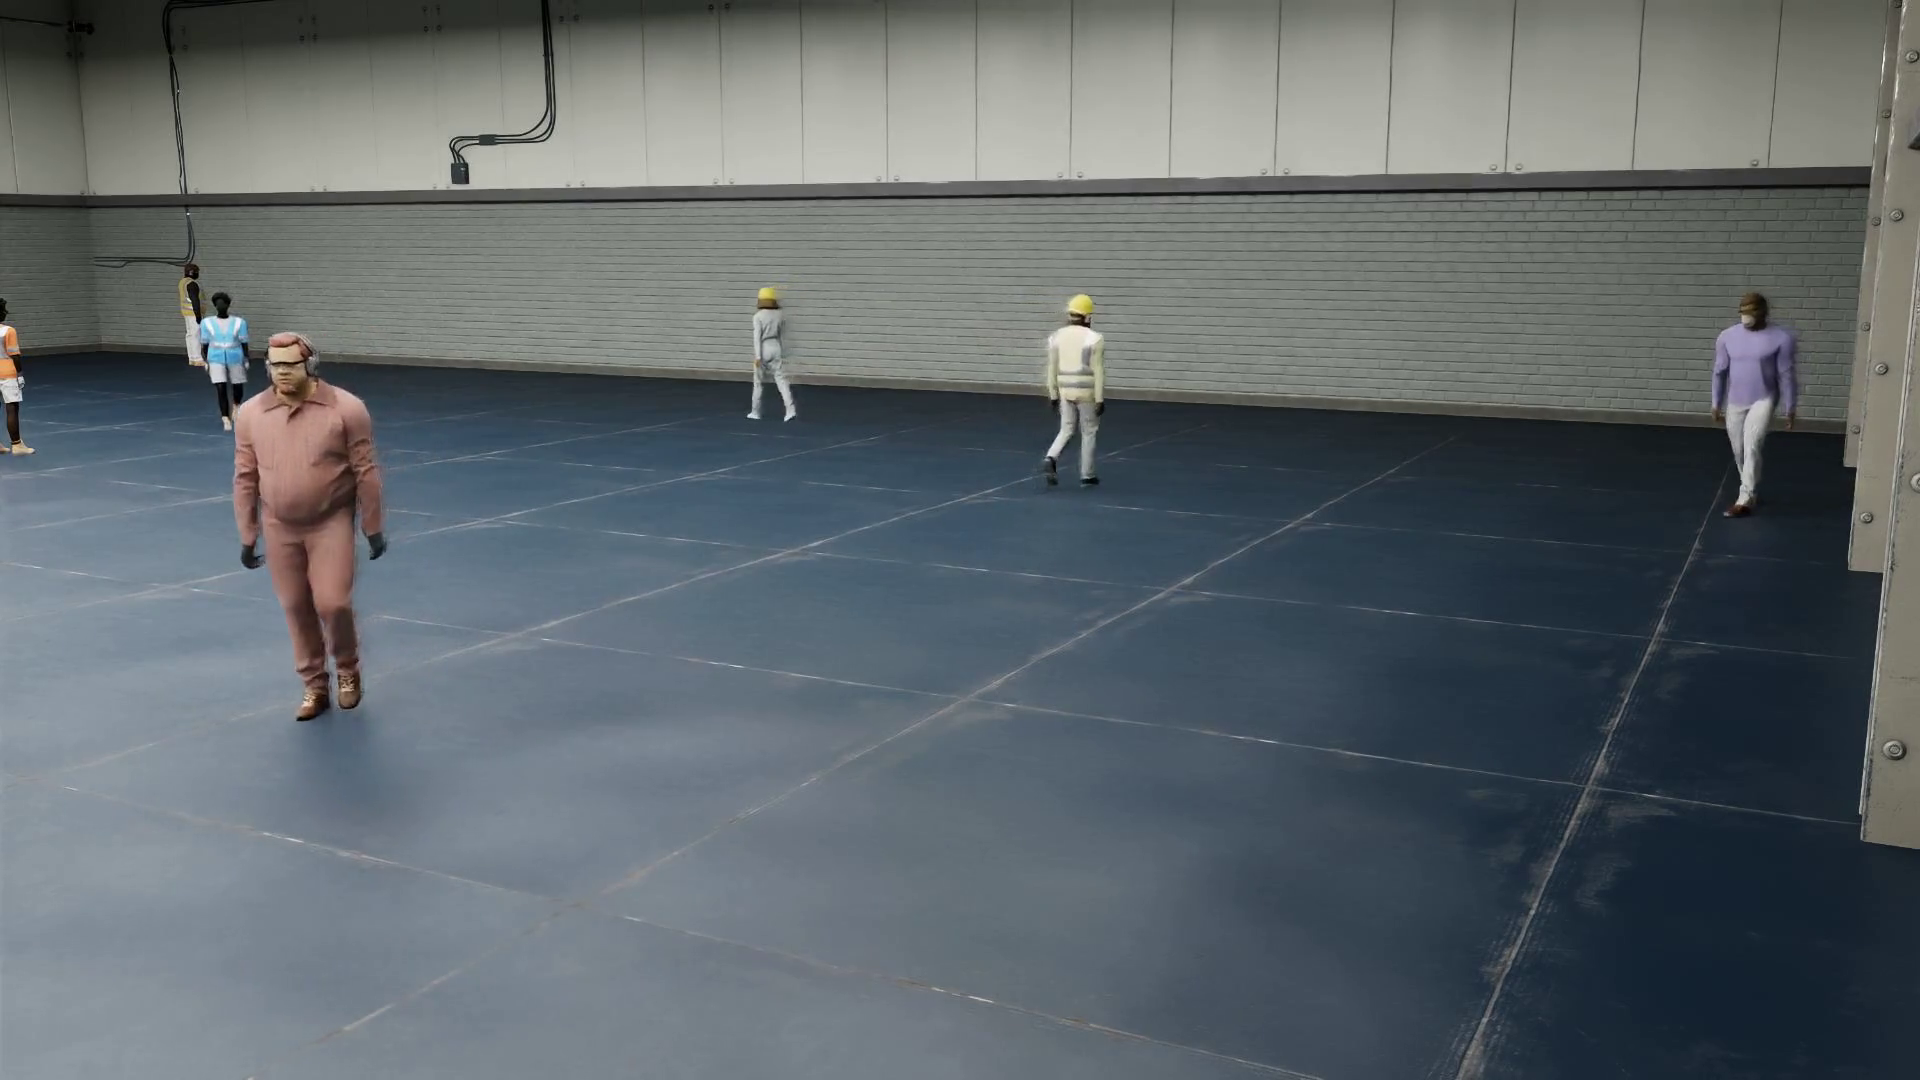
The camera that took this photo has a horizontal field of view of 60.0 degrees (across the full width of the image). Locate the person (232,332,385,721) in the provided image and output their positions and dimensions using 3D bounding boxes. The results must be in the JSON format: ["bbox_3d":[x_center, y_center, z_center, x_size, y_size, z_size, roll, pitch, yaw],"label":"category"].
[{"bbox_3d":[-3.159,-0.054,8.035,0.677,1.890,0.433,0,10,-2],"label":"person"}]

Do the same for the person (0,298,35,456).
[{"bbox_3d":[-10.238,-1.741,17.778,0.535,1.697,0.318,2,11,13],"label":"person"}]

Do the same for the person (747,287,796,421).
[{"bbox_3d":[-2.391,-2.361,21.153,0.497,1.703,0.890,-8,13,-37],"label":"person"}]

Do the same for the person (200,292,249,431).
[{"bbox_3d":[-8.916,-2.175,20.197,0.540,1.681,0.583,-5,12,-26],"label":"person"}]

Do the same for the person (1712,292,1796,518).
[{"bbox_3d":[6.744,-1.159,14.099,0.931,1.897,0.668,-10,14,-44],"label":"person"}]

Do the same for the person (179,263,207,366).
[{"bbox_3d":[-13.849,-4.070,30.090,0.429,1.843,0.622,-9,13,-39],"label":"person"}]

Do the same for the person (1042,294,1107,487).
[{"bbox_3d":[1.067,-1.361,15.389,0.598,1.814,0.673,7,13,35],"label":"person"}]
